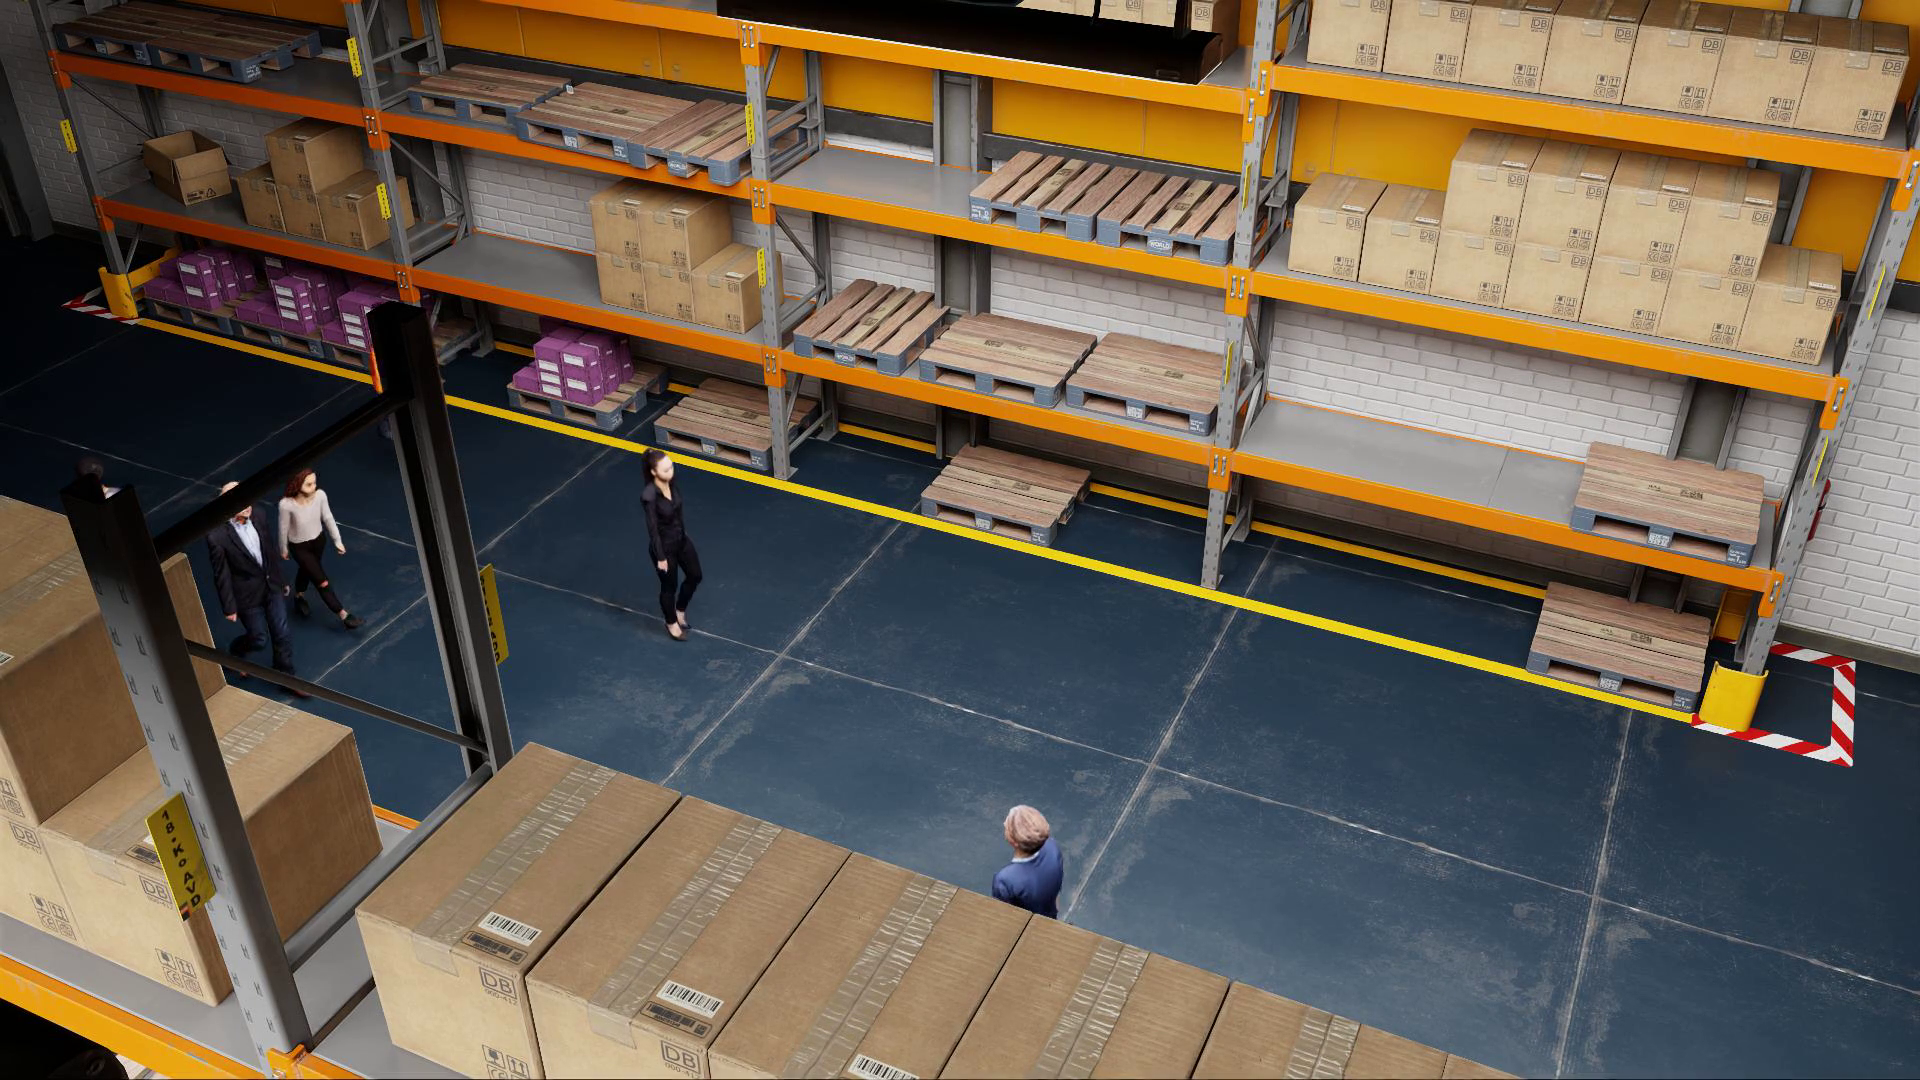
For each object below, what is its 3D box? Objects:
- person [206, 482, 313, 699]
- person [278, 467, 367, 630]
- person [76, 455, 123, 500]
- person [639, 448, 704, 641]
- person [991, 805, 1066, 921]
[{"bbox_3d":[-5.109,0.341,11.961,0.976,1.782,0.733,19,38,26],"label":"person"},{"bbox_3d":[-5.057,0.036,12.747,1.057,1.420,0.668,24,41,32],"label":"person"},{"bbox_3d":[-6.377,0.084,12.559,0.676,1.549,0.709,-20,38,-27],"label":"person"},{"bbox_3d":[-2.246,0.043,12.483,0.538,1.700,0.603,14,36,21],"label":"person"},{"bbox_3d":[0.420,2.210,9.081,0.752,1.857,0.760,28,43,35],"label":"person"}]
